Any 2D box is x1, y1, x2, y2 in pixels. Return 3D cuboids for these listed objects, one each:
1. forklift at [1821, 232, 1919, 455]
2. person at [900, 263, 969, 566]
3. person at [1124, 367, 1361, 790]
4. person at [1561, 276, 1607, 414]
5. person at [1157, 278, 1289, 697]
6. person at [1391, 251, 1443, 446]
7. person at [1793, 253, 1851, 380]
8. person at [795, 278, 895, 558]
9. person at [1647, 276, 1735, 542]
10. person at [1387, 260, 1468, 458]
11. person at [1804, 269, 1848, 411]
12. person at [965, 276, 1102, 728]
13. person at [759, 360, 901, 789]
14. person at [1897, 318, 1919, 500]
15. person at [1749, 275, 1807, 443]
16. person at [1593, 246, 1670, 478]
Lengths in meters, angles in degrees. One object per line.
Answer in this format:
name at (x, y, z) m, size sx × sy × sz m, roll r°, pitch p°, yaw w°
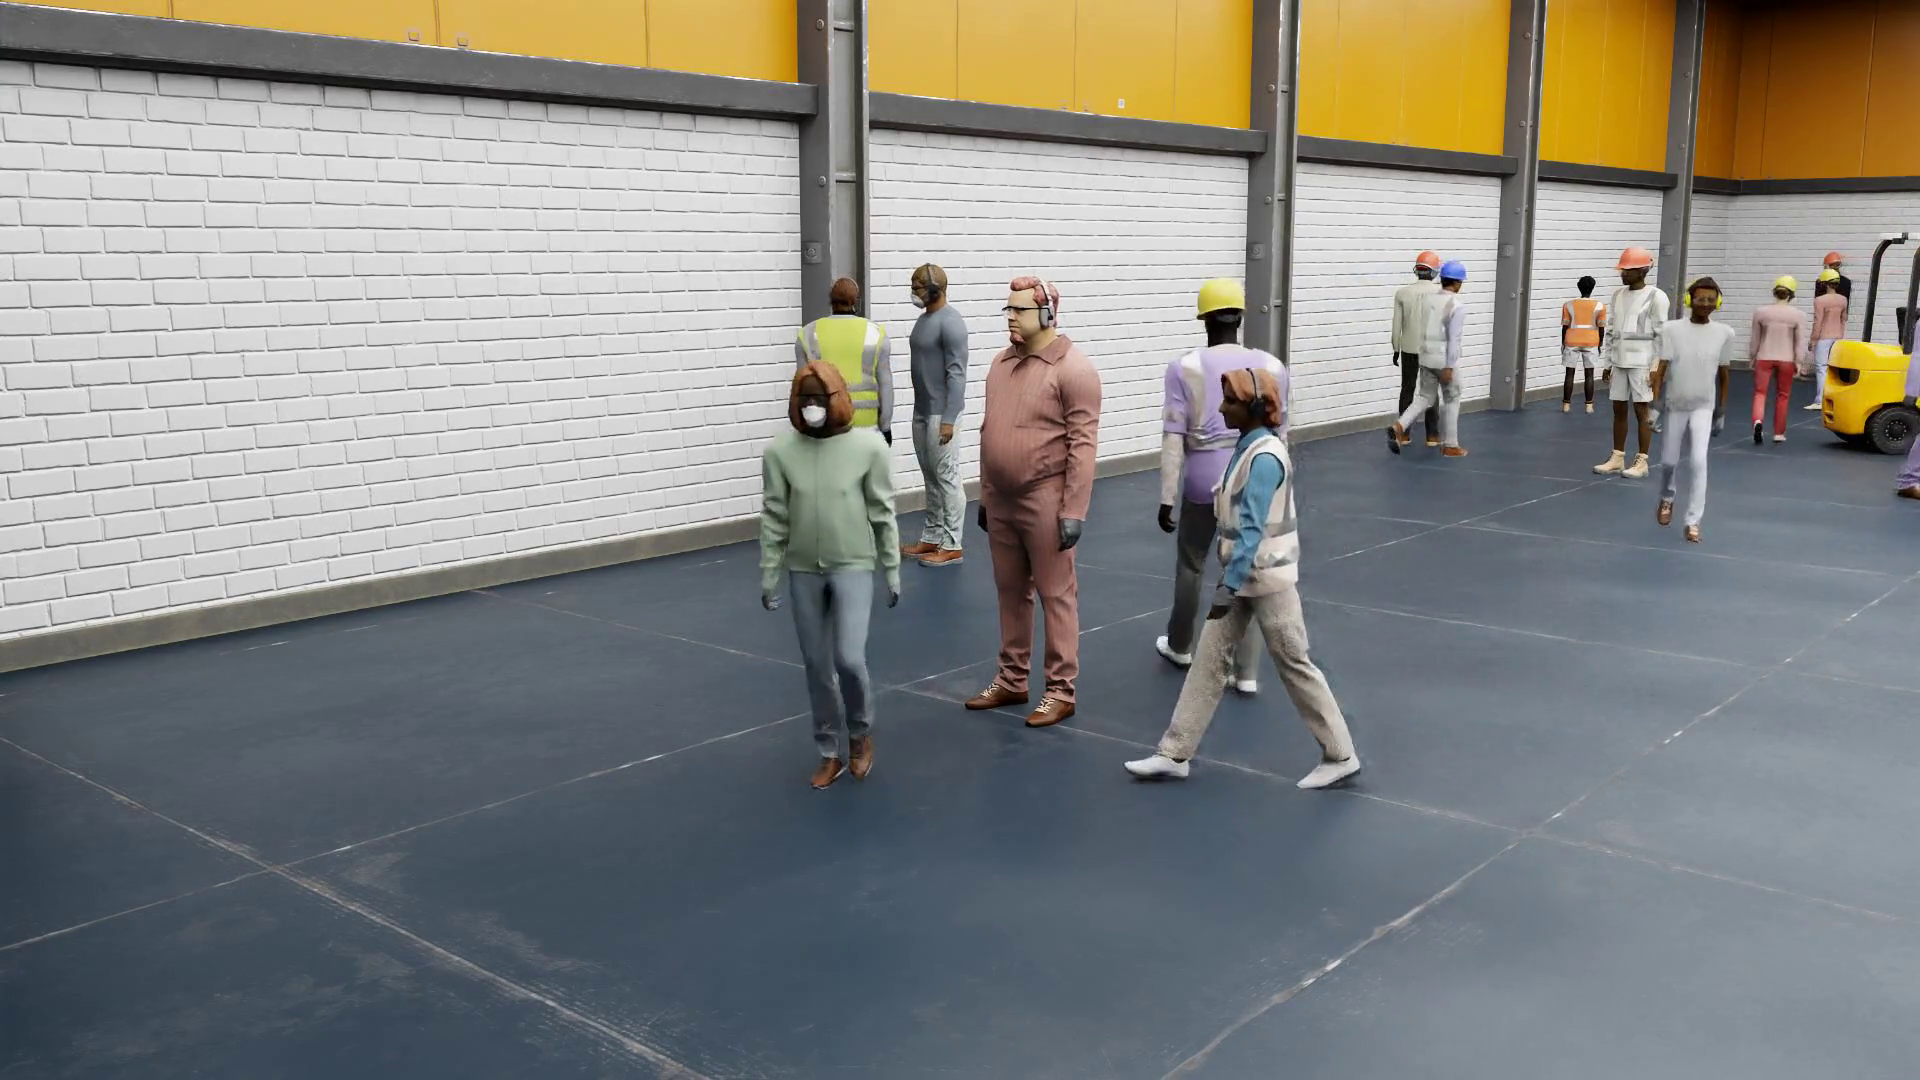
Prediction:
forklift at (9.955, -1.972, 16.595) m, size 2.313 × 2.155 × 1.214 m, roll 1°, pitch 10°, yaw 8°
person at (-0.156, -0.800, 10.670) m, size 0.370 × 1.934 × 0.627 m, roll -4°, pitch 11°, yaw -22°
person at (1.105, 0.154, 6.205) m, size 0.882 × 1.593 × 0.527 m, roll -1°, pitch 10°, yaw -5°
person at (7.653, -2.397, 20.453) m, size 0.530 × 1.689 × 0.322 m, roll 4°, pitch 11°, yaw 20°
person at (1.201, -0.269, 7.768) m, size 0.644 × 1.877 × 0.933 m, roll -2°, pitch 10°, yaw -10°
person at (4.762, -1.966, 17.128) m, size 0.624 × 1.993 × 0.385 m, roll 5°, pitch 11°, yaw 28°
person at (13.138, -3.364, 25.232) m, size 0.638 × 1.938 × 0.984 m, roll -1°, pitch 10°, yaw -7°
person at (-0.736, -0.751, 10.706) m, size 0.647 × 1.840 × 0.435 m, roll 0°, pitch 10°, yaw 0°
person at (5.160, -0.946, 11.788) m, size 0.526 × 1.840 × 0.867 m, roll 4°, pitch 11°, yaw 20°
person at (4.547, -1.720, 15.956) m, size 0.812 × 1.920 × 0.598 m, roll -5°, pitch 11°, yaw -28°
person at (10.833, -2.499, 20.817) m, size 0.530 × 1.767 × 0.328 m, roll -4°, pitch 11°, yaw -21°
person at (0.295, -0.165, 7.128) m, size 0.409 × 1.909 × 0.643 m, roll -9°, pitch 13°, yaw -41°
person at (-0.492, 0.140, 6.192) m, size 0.532 × 1.617 × 0.373 m, roll 2°, pitch 10°, yaw 14°
person at (7.863, -1.182, 13.074) m, size 0.646 × 1.846 × 0.998 m, roll -5°, pitch 11°, yaw -24°
person at (8.439, -1.858, 17.201) m, size 0.545 × 1.743 × 0.675 m, roll 7°, pitch 12°, yaw 34°
person at (5.930, -1.566, 14.718) m, size 0.393 × 2.039 × 0.613 m, roll -5°, pitch 11°, yaw -25°
